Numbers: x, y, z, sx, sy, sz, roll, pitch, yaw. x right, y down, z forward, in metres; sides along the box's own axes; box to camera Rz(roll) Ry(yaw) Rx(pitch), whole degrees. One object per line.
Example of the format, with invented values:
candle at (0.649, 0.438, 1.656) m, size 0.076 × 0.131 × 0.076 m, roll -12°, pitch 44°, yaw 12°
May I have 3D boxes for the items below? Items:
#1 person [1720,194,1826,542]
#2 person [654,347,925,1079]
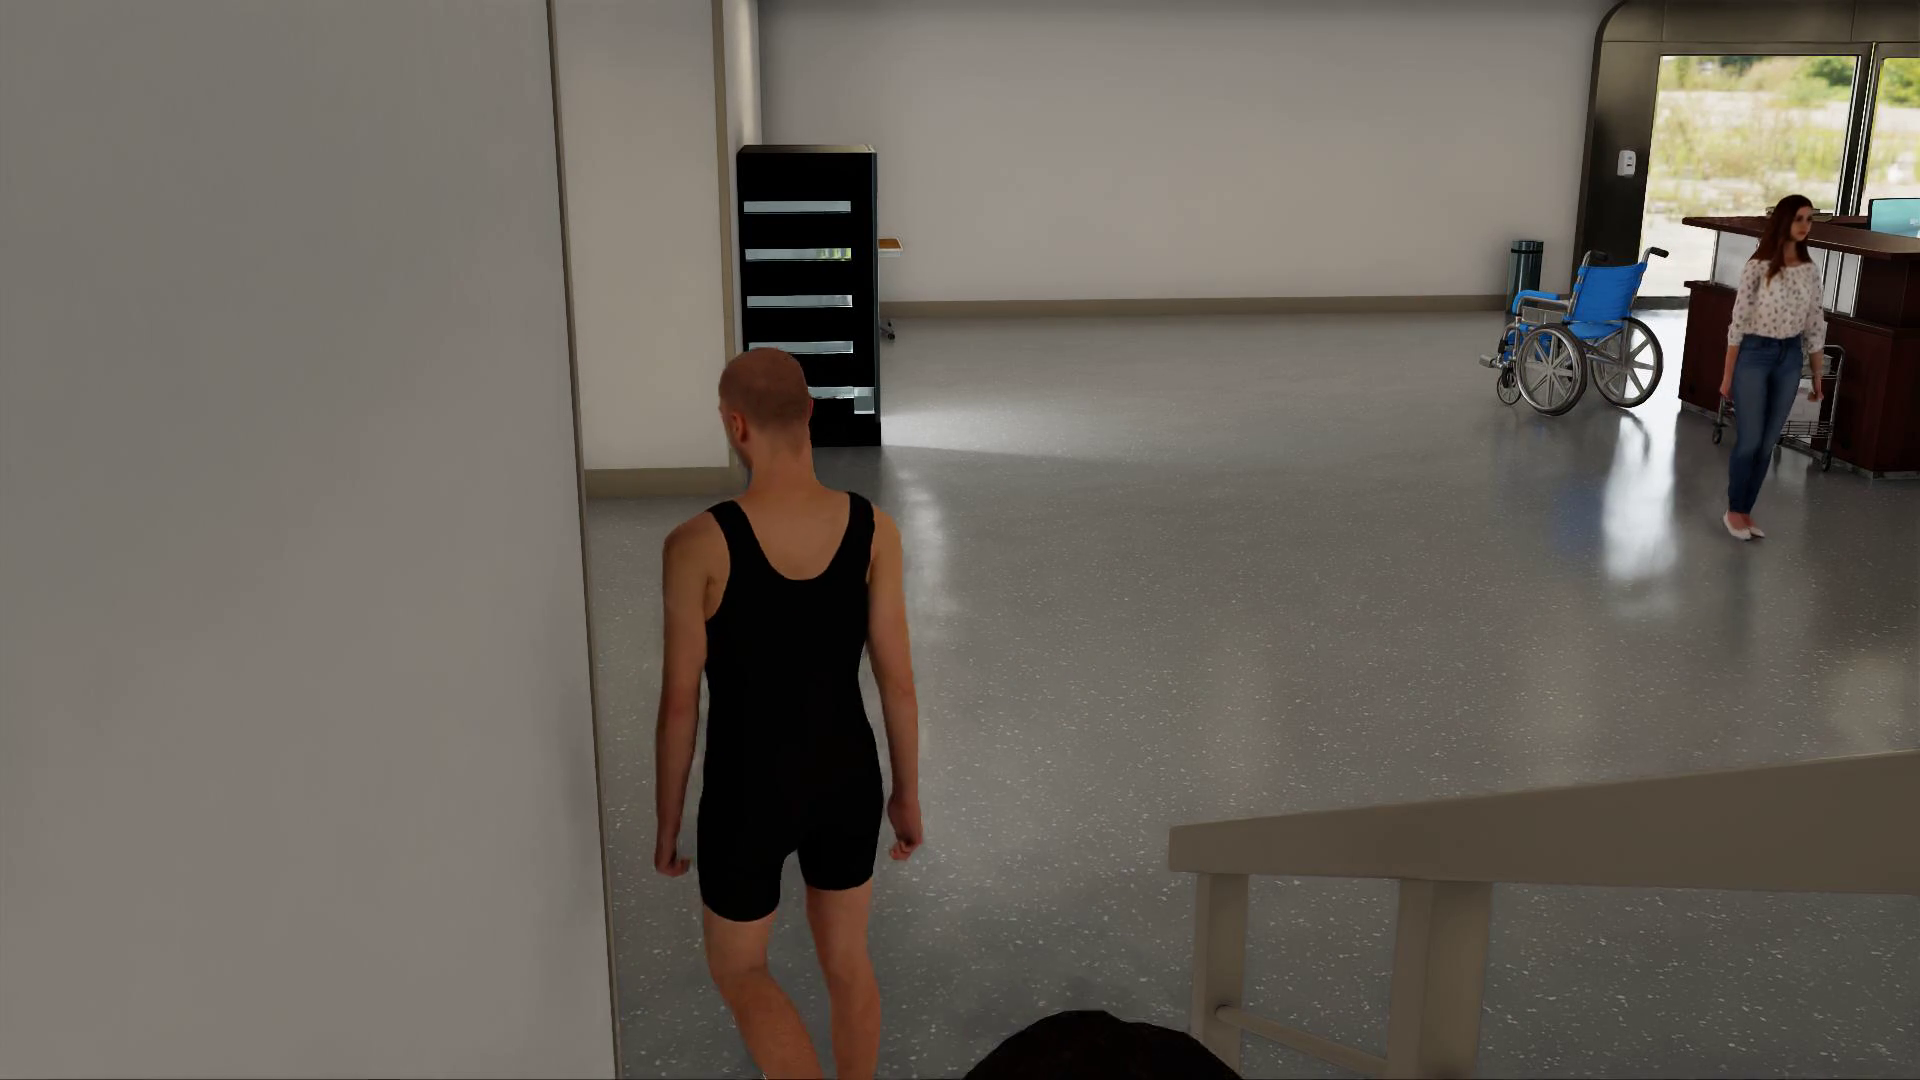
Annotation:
person at (4.058, -0.882, 8.447) m, size 0.599 × 1.722 × 0.578 m, roll -1°, pitch 16°, yaw -3°
person at (-0.315, 0.545, 3.245) m, size 0.875 × 1.798 × 0.984 m, roll -6°, pitch 17°, yaw -21°
